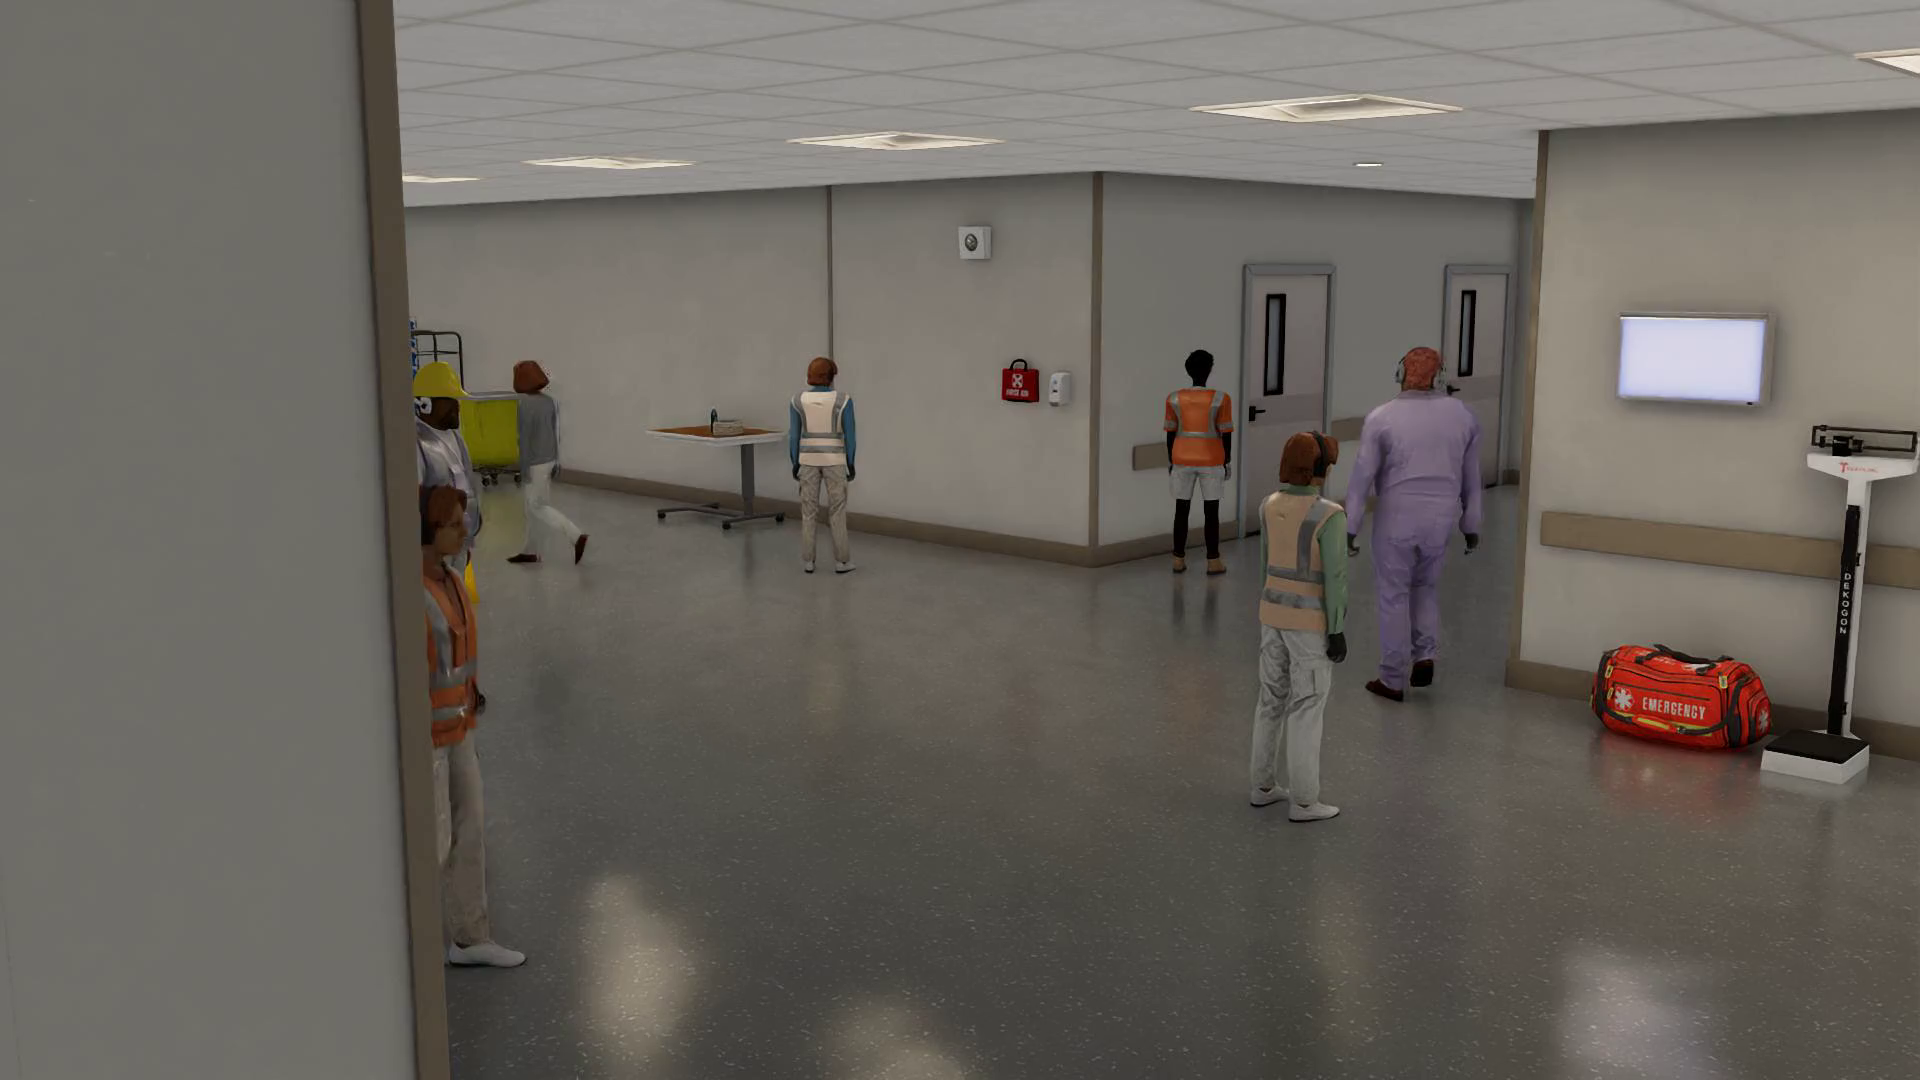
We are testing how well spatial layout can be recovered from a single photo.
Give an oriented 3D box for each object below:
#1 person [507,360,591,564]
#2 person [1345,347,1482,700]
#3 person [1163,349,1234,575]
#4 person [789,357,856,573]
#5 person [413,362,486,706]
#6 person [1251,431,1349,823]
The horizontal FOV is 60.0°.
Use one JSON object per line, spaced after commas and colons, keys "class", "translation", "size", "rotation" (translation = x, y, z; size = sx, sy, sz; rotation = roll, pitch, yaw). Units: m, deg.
{"class": "person", "translation": [-3.202, -0.585, 12.846], "size": [0.708, 1.605, 0.501], "rotation": [2, 9, 12]}
{"class": "person", "translation": [2.406, -0.088, 8.926], "size": [0.759, 1.881, 0.451], "rotation": [-1, 9, -8]}
{"class": "person", "translation": [1.795, -0.580, 12.510], "size": [0.535, 1.700, 0.318], "rotation": [4, 10, 21]}
{"class": "person", "translation": [-1.035, -0.559, 12.569], "size": [0.515, 1.639, 0.314], "rotation": [2, 9, 11]}
{"class": "person", "translation": [-2.659, 0.003, 8.531], "size": [0.404, 1.829, 0.600], "rotation": [1, 9, 6]}
{"class": "person", "translation": [1.419, 0.360, 6.964], "size": [0.315, 1.629, 0.507], "rotation": [-4, 10, -26]}
